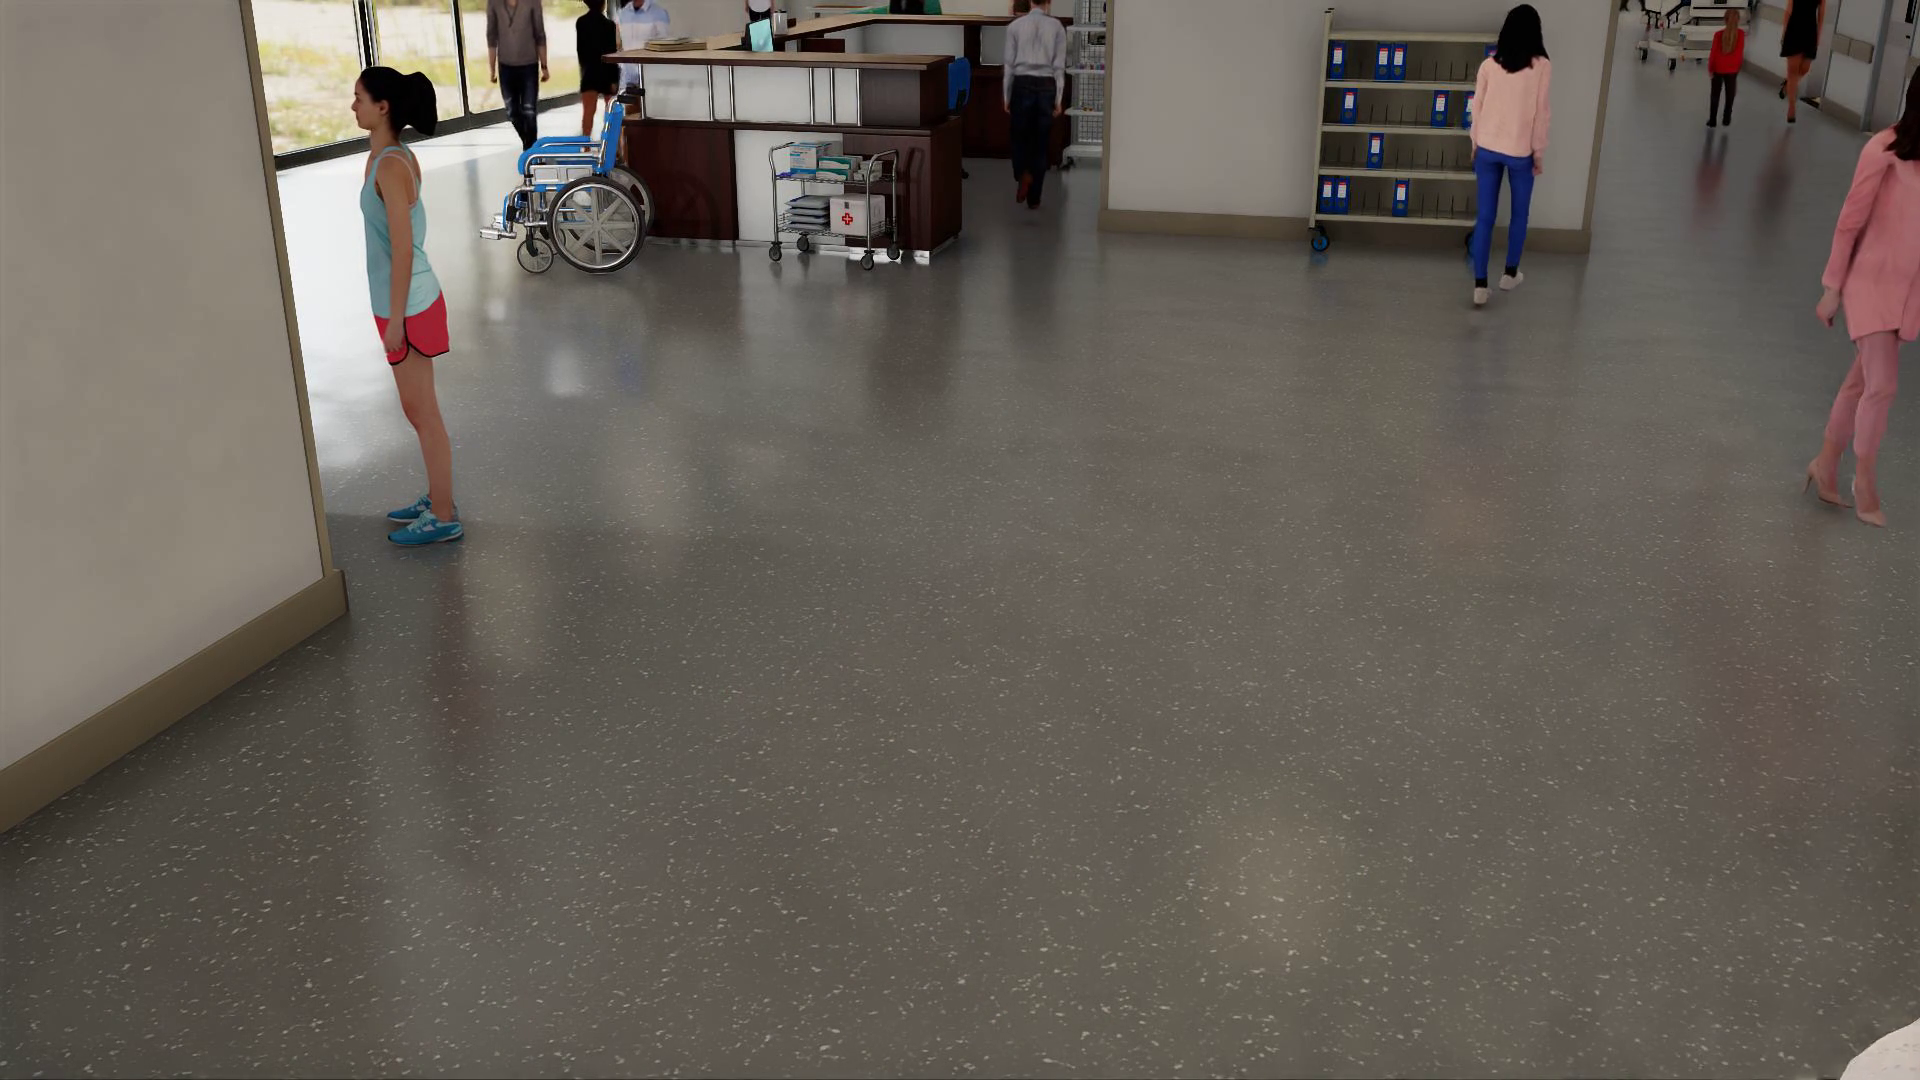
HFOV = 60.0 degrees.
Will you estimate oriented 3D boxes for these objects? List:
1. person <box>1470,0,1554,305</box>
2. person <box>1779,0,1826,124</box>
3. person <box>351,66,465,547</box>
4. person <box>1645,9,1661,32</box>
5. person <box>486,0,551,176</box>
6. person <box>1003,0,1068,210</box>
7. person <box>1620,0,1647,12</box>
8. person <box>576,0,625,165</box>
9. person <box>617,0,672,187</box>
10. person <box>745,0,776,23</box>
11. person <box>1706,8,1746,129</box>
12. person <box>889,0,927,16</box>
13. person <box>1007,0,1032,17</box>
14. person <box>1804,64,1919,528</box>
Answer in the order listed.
[{"bbox_3d":[3.255,-2.282,9.995,0.931,1.741,0.887,12,24,29],"label":"person"},{"bbox_3d":[9.460,-5.650,18.782,0.871,1.817,0.651,4,21,10],"label":"person"},{"bbox_3d":[-2.067,-0.856,6.198,0.733,1.765,0.697,-6,22,-15],"label":"person"},{"bbox_3d":[13.722,-10.935,32.786,1.133,1.781,0.900,12,24,28],"label":"person"},{"bbox_3d":[-3.998,-4.305,15.137,1.128,1.883,0.948,0,21,-1],"label":"person"},{"bbox_3d":[0.587,-3.488,13.101,0.984,1.798,0.827,1,21,3],"label":"person"},{"bbox_3d":[15.915,-13.277,39.109,1.182,1.683,0.888,-2,21,-5],"label":"person"},{"bbox_3d":[-3.319,-4.160,15.150,0.995,1.603,0.748,2,21,4],"label":"person"},{"bbox_3d":[-2.629,-3.954,14.336,1.132,1.794,0.852,9,22,21],"label":"person"},{"bbox_3d":[-2.999,-7.946,24.887,0.483,1.786,0.689,3,21,9],"label":"person"},{"bbox_3d":[8.438,-5.175,18.297,0.655,1.273,0.547,6,21,14],"label":"person"},{"bbox_3d":[-0.606,-5.720,19.238,0.715,1.624,0.716,7,22,18],"label":"person"},{"bbox_3d":[0.916,-7.339,23.645,0.970,1.531,0.722,9,23,23],"label":"person"},{"bbox_3d":[3.562,-0.982,6.507,0.836,1.781,0.879,-4,21,-12],"label":"person"}]
